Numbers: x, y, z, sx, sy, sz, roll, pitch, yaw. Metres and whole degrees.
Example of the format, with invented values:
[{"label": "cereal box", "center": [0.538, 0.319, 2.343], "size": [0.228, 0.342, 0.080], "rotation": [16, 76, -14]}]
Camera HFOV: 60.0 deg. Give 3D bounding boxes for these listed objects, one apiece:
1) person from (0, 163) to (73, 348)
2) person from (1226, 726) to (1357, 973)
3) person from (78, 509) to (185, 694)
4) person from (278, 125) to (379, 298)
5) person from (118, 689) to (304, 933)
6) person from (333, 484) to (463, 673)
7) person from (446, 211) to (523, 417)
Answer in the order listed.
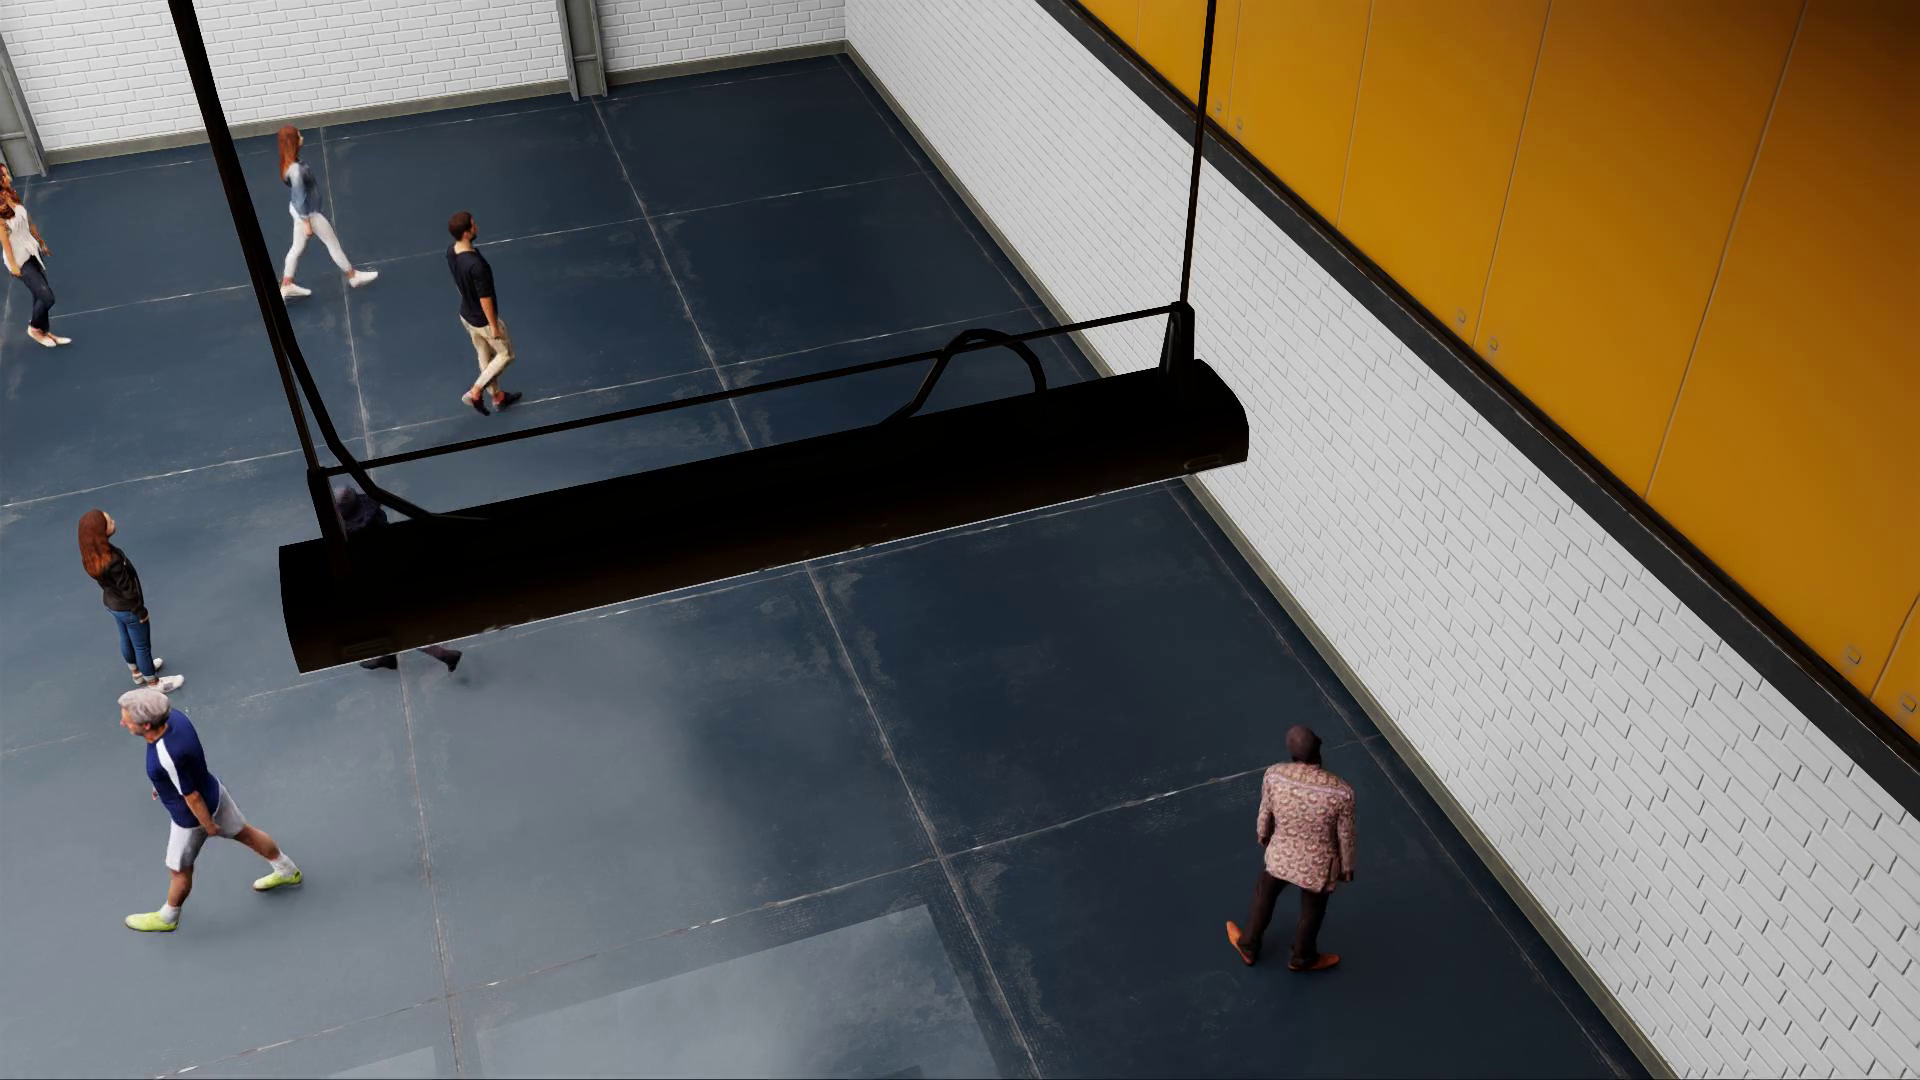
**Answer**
[{"label": "person", "center": [-8.256, -2.452, 14.506], "size": [0.704, 1.772, 0.695], "rotation": [-1, 39, -1]}, {"label": "person", "center": [1.926, 1.769, 9.212], "size": [0.919, 1.783, 0.906], "rotation": [-30, 48, -32]}, {"label": "person", "center": [-5.616, 0.417, 11.147], "size": [0.627, 1.480, 0.643], "rotation": [27, 46, 29]}, {"label": "person", "center": [-6.069, -2.950, 15.218], "size": [1.165, 1.661, 0.765], "rotation": [-19, 42, -22]}, {"label": "person", "center": [-4.292, 1.499, 9.552], "size": [1.181, 1.779, 0.649], "rotation": [-12, 40, -15]}, {"label": "person", "center": [-3.801, 0.308, 11.149], "size": [1.120, 1.648, 0.904], "rotation": [2, 39, 3]}, {"label": "person", "center": [-3.998, -1.802, 13.629], "size": [0.932, 1.850, 0.839], "rotation": [-32, 48, -33]}]
